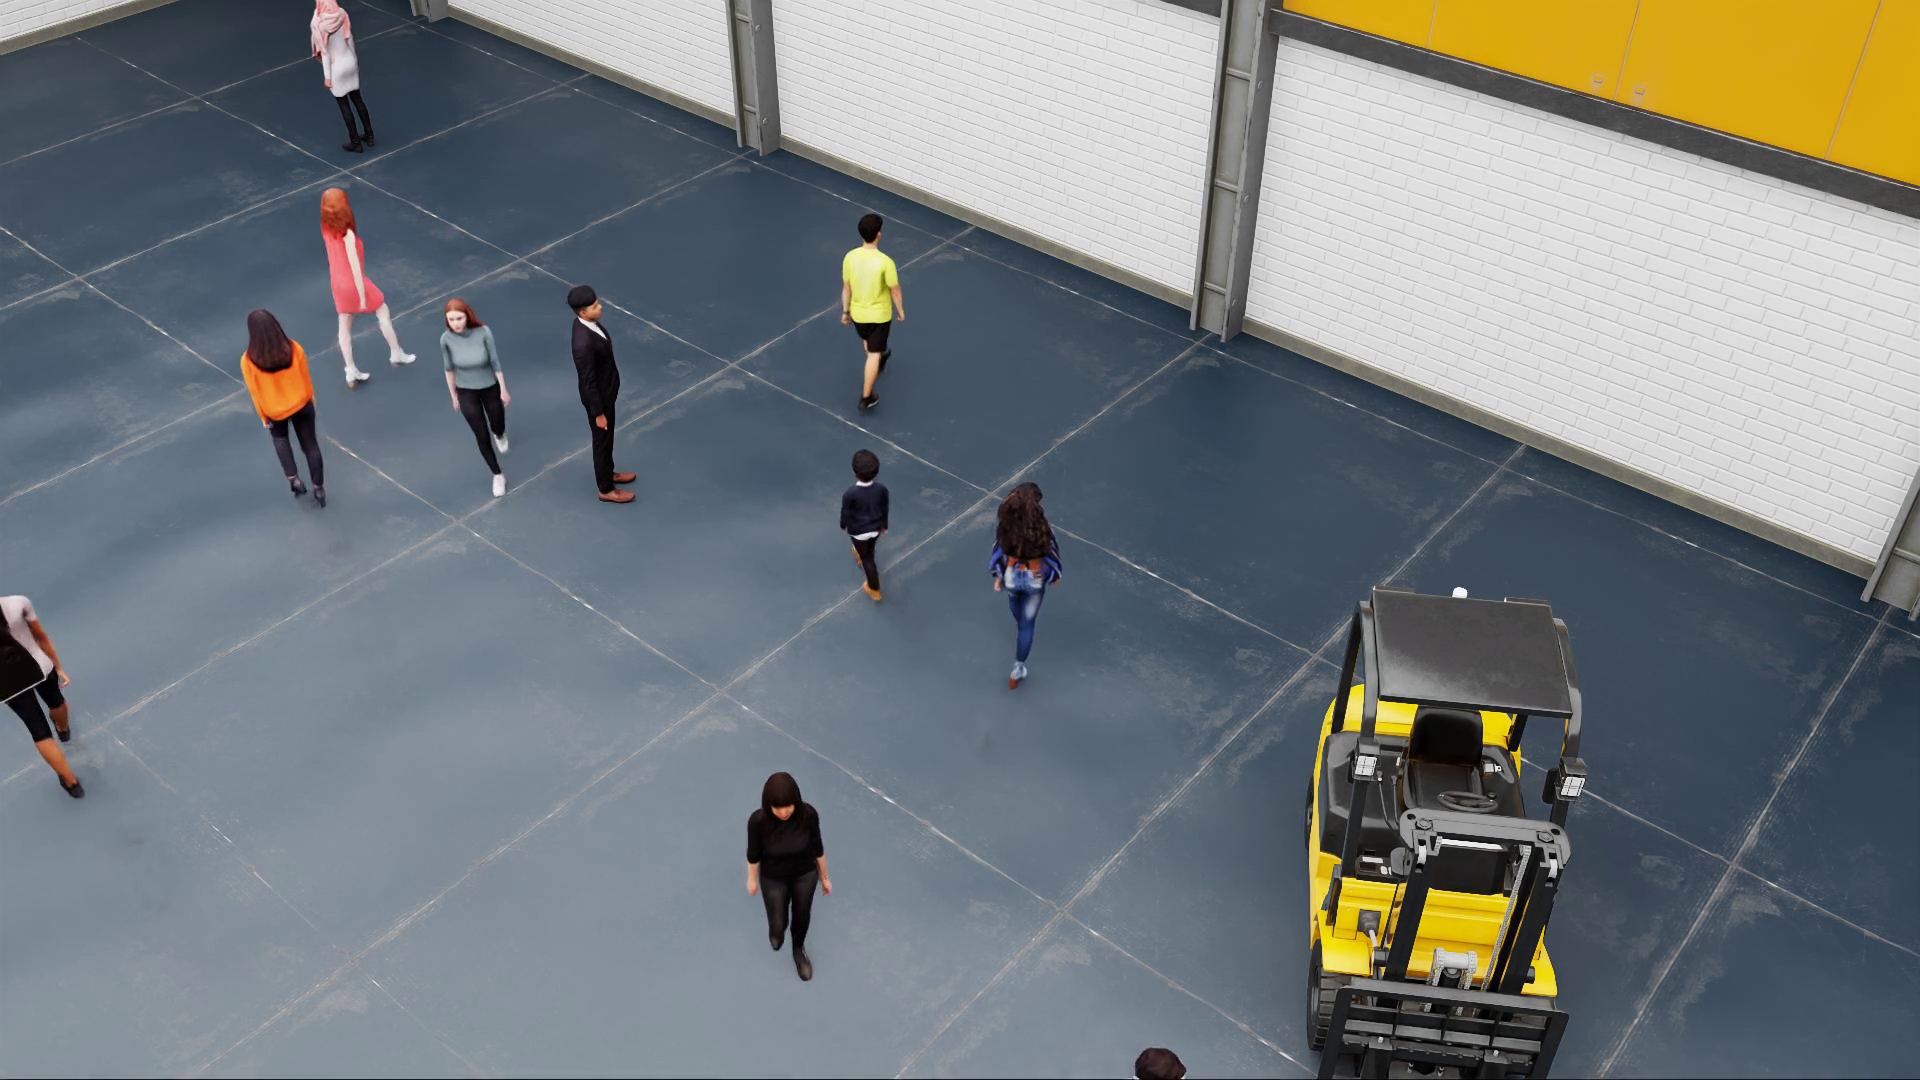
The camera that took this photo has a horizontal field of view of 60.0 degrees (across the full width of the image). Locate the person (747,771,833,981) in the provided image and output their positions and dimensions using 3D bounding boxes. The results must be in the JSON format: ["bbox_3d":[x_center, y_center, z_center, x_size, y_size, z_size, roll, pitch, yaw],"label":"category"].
[{"bbox_3d":[-0.979,1.817,9.392,0.765,1.627,0.817,-10,40,-12],"label":"person"}]

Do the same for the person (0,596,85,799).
[{"bbox_3d":[-5.839,0.920,10.449,0.705,1.710,1.081,-29,47,-31],"label":"person"}]

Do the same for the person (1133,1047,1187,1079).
[{"bbox_3d":[0.785,2.918,7.890,0.988,1.780,0.728,24,45,27],"label":"person"}]

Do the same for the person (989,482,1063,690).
[{"bbox_3d":[0.417,0.332,11.284,1.000,1.587,0.907,11,40,13],"label":"person"}]

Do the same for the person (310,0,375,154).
[{"bbox_3d":[-6.646,-5.055,17.855,0.633,1.803,0.669,21,43,24],"label":"person"}]

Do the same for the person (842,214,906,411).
[{"bbox_3d":[-0.771,-1.878,13.992,1.138,1.660,0.967,14,41,16],"label":"person"}]

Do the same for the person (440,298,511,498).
[{"bbox_3d":[-3.771,-1.186,13.073,0.895,1.726,0.999,-8,39,-10],"label":"person"}]

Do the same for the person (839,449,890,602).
[{"bbox_3d":[-0.662,-0.082,12.114,0.695,1.197,0.885,-19,42,-22],"label":"person"}]

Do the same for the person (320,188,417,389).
[{"bbox_3d":[-5.256,-2.094,14.151,0.837,1.799,0.715,22,43,25],"label":"person"}]

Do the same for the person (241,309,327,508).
[{"bbox_3d":[-5.140,-0.971,12.794,0.722,1.738,0.749,-18,42,-21],"label":"person"}]

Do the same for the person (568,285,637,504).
[{"bbox_3d":[-2.819,-1.141,12.890,0.823,1.884,0.743,-6,39,-7],"label":"person"}]
